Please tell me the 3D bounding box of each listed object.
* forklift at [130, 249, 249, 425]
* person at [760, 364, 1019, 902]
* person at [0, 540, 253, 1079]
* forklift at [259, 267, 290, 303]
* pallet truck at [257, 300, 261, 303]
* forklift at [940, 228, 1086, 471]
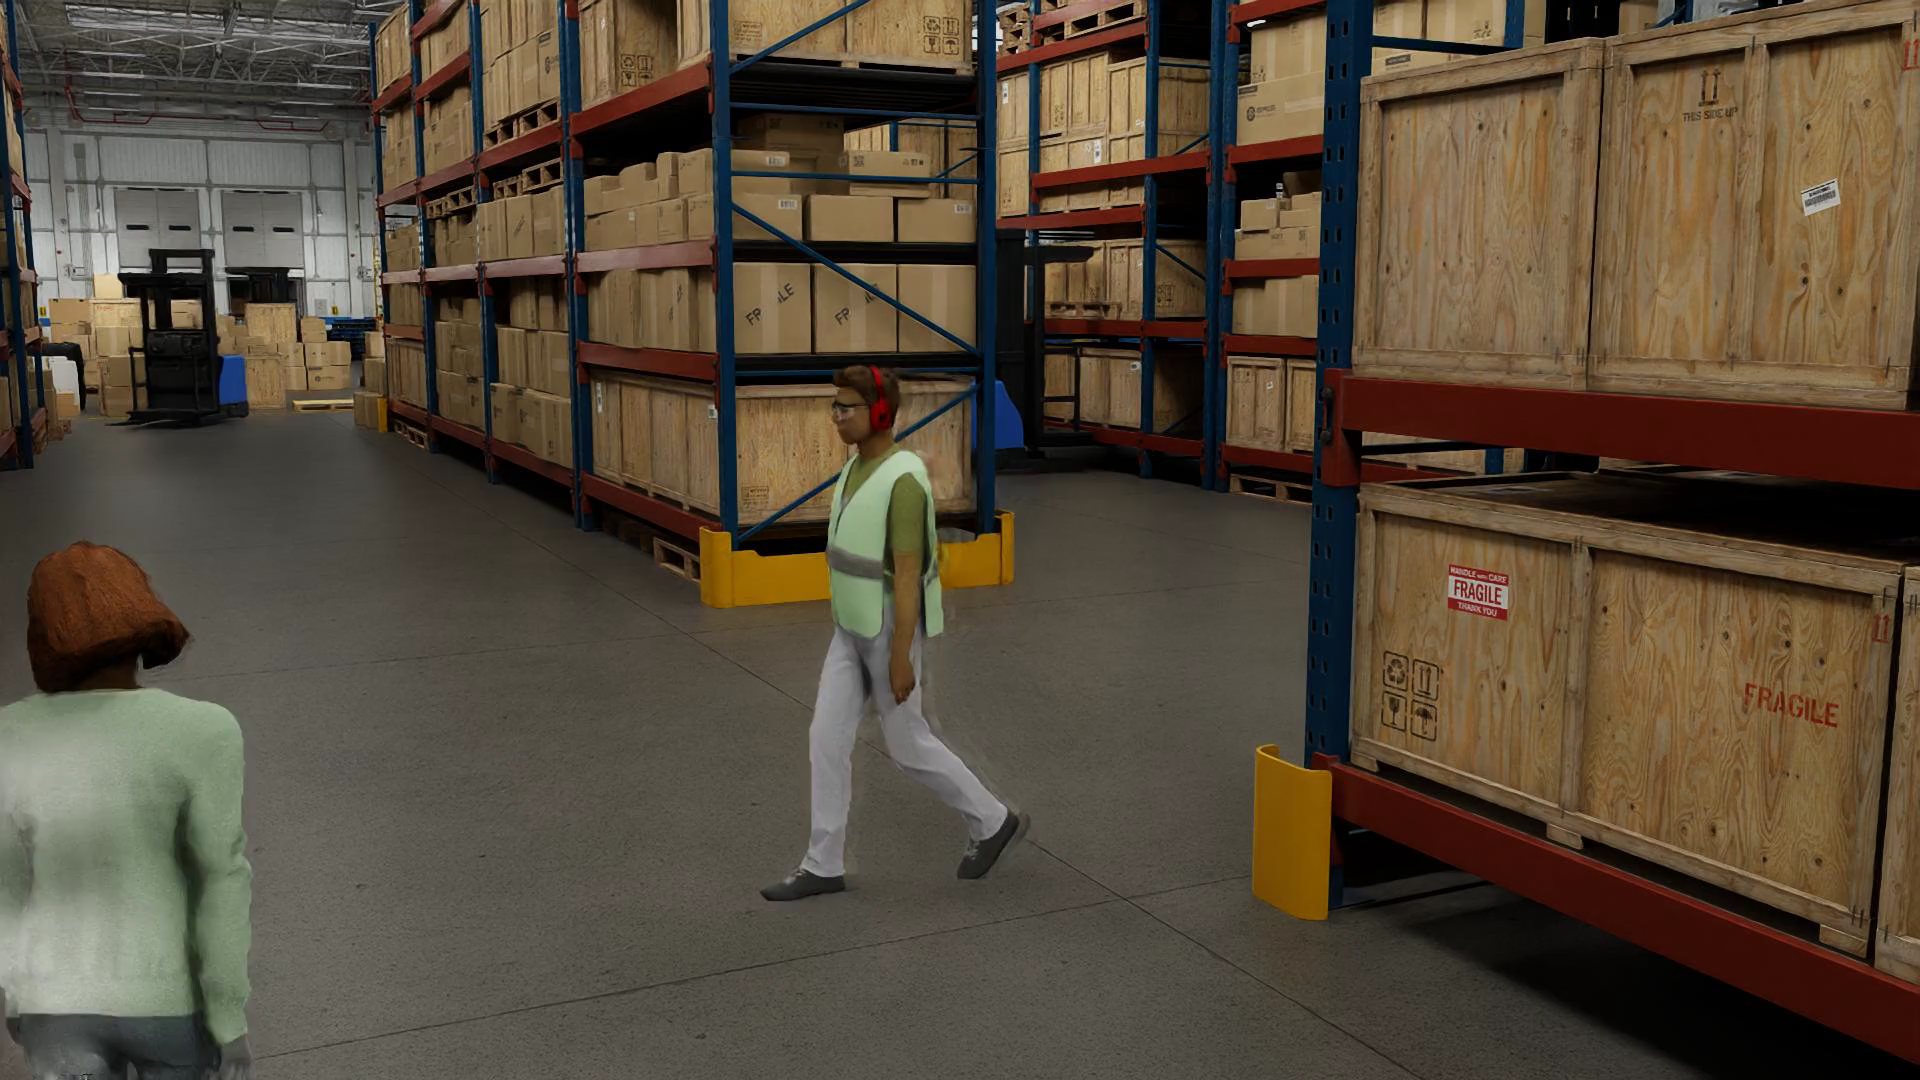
[{"bbox_3d":[-12.483,-3.307,26.893,1.129,2.768,1.873,0,8,2],"label":"forklift"},{"bbox_3d":[-0.223,0.308,5.623,0.874,1.813,0.579,-4,9,-26],"label":"person"},{"bbox_3d":[-1.460,0.805,2.879,0.518,1.605,0.438,0,8,1],"label":"person"},{"bbox_3d":[-17.328,-5.529,42.212,1.129,2.768,1.873,6,10,38],"label":"forklift"},{"bbox_3d":[-23.913,-7.404,58.171,1.885,1.965,0.823,-1,8,-9],"label":"pallet truck"},{"bbox_3d":[0.392,-2.215,19.359,1.873,2.768,1.129,-4,9,-26],"label":"forklift"}]
